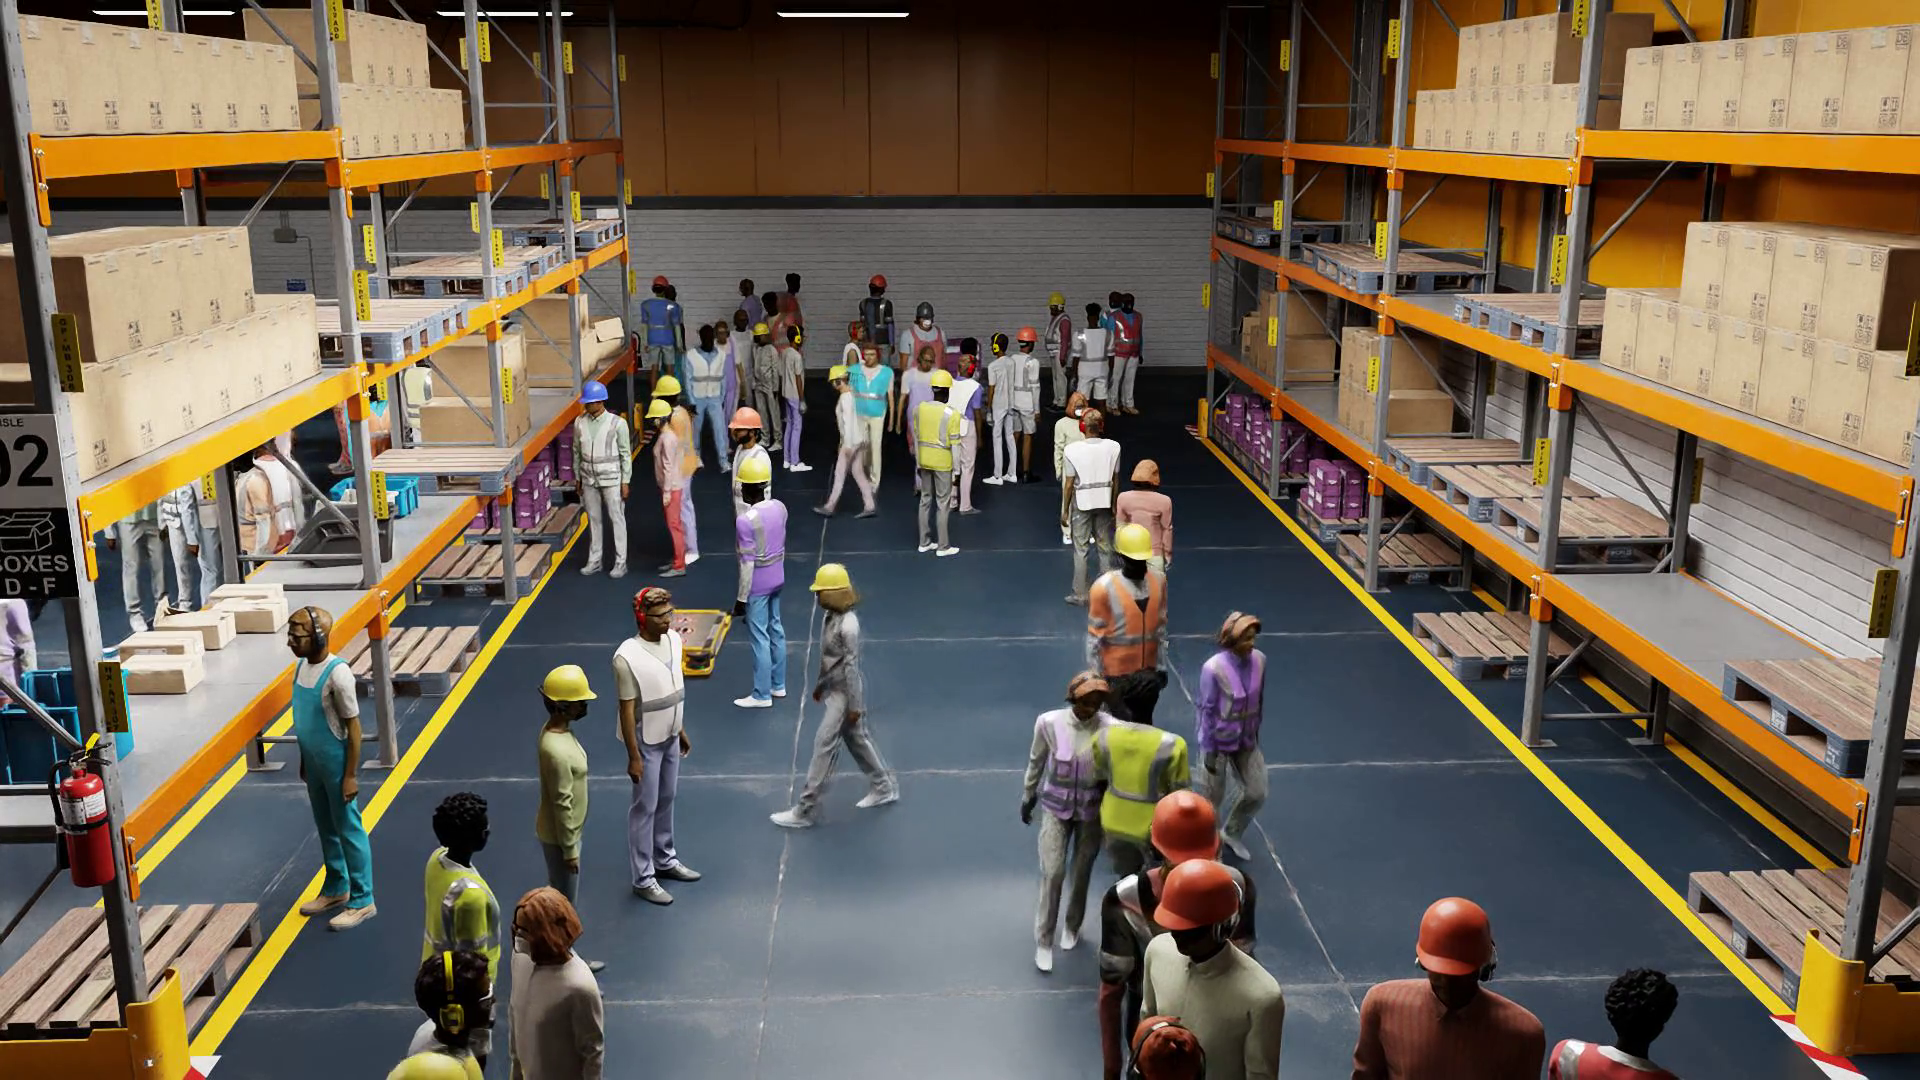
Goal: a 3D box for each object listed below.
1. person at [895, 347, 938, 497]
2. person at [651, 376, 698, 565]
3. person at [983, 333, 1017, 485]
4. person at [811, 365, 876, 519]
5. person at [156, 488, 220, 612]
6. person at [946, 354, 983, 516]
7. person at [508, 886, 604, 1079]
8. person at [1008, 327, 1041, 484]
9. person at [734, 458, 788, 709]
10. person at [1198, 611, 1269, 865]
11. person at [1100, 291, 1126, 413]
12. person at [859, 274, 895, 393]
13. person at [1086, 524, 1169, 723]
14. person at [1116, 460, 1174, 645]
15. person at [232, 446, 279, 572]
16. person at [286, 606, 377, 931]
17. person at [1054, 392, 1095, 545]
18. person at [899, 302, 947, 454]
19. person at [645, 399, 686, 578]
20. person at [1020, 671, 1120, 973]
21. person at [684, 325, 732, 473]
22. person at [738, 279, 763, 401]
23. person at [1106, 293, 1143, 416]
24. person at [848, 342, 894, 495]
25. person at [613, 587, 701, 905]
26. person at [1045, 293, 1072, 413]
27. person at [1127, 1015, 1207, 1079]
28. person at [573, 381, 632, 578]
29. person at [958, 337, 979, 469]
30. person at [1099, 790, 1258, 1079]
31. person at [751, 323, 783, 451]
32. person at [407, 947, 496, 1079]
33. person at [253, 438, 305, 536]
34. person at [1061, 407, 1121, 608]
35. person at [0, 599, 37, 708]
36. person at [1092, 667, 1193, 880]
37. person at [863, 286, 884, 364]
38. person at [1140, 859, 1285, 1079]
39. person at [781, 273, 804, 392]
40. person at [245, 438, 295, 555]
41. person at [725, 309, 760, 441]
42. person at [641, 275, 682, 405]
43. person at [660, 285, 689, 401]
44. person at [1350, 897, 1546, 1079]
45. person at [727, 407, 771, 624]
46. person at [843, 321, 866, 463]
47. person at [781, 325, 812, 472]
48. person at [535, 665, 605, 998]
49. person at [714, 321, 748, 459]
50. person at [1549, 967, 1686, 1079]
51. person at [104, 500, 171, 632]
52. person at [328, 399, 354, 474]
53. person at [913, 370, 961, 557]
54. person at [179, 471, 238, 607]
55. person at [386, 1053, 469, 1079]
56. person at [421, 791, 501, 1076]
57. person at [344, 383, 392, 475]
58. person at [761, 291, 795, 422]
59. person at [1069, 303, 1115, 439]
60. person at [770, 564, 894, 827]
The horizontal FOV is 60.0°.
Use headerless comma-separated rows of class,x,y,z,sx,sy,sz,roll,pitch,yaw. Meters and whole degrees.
person,-0.477,-1.431,19.874,0.586,1.776,1.001,1,14,5
person,-2.869,-0.712,16.785,0.418,1.916,0.682,-2,14,-6
person,0.509,-1.602,20.377,0.510,1.860,0.333,-13,19,-41
person,-1.301,-1.085,18.613,0.772,1.707,0.601,1,14,3
person,-6.774,-0.146,14.603,0.584,1.882,0.337,1,14,6
person,0.029,-1.184,18.802,0.416,1.828,0.562,-13,19,-42
person,-1.549,2.083,6.351,0.498,1.634,0.279,11,18,38
person,0.806,-1.657,20.455,0.387,1.929,0.544,-12,19,-39
person,-1.530,0.330,12.650,0.369,1.927,0.587,6,16,23
person,1.603,1.209,9.812,0.532,1.629,0.370,-9,17,-32
person,2.363,-2.862,25.350,0.624,1.845,0.430,-8,16,-28
person,-1.268,-3.102,25.893,0.605,2.044,0.375,8,16,28
person,1.068,0.788,10.900,0.589,1.905,0.588,-9,17,-32
person,1.558,0.124,14.044,0.498,1.633,0.284,6,16,23
person,-5.882,0.018,13.872,0.373,1.928,0.584,-8,16,-28
person,-3.501,1.248,9.208,0.516,1.844,0.329,11,18,38
person,1.232,-0.754,17.515,0.504,1.622,0.296,-5,15,-18
person,-0.446,-2.165,22.216,0.686,2.000,0.538,-6,15,-22
person,-2.876,-0.505,16.269,0.341,1.757,0.518,-4,15,-15
person,0.589,1.477,8.775,0.571,1.604,0.660,1,14,5
person,-3.211,-1.793,21.103,0.589,1.869,1.012,-7,16,-27
person,-3.320,-3.184,26.445,0.364,1.932,0.630,4,15,15
person,2.507,-2.802,25.119,0.623,1.844,0.429,-7,16,-27
person,-1.071,-1.503,20.120,0.577,1.822,0.870,2,14,9
person,-1.765,1.156,9.569,0.387,1.846,0.566,5,15,20
person,1.496,-2.862,25.395,0.403,1.824,0.591,-3,15,-12
person,0.614,2.311,4.985,0.586,1.876,0.343,0,14,-1
person,-3.496,-0.590,16.226,0.614,1.943,0.399,5,15,18
person,0.099,-1.757,21.315,0.320,1.690,0.535,0,14,0
person,0.838,1.891,6.319,0.619,2.028,0.409,-3,15,-12
person,-2.640,-2.072,22.471,0.488,1.735,0.337,13,19,41
person,-1.619,2.195,5.441,0.331,1.872,0.513,-7,16,-25
person,-5.885,-0.101,14.414,0.629,1.890,0.489,5,15,18
person,1.200,-0.292,15.245,0.565,1.849,0.389,-5,15,-21
person,-6.037,0.918,10.340,0.591,1.926,0.387,2,14,6
person,0.943,1.479,8.612,0.582,1.684,0.387,9,17,32
person,-1.332,-3.076,26.007,0.371,1.935,0.627,0,14,1
person,0.840,2.038,5.833,0.408,1.986,0.617,-12,19,-40
person,-2.742,-3.381,27.155,0.368,1.958,0.600,-4,15,-15
person,-5.859,-0.057,14.226,0.400,1.908,0.599,5,15,18
person,-3.035,-2.294,23.132,0.504,1.840,0.342,-7,16,-27
person,-4.617,-3.082,25.842,0.613,2.035,0.401,1,14,2
person,-4.574,-3.117,26.348,0.514,1.842,0.328,5,15,19
person,1.587,2.107,5.537,0.622,1.994,0.381,5,15,18
person,-1.875,-0.223,14.791,0.354,1.942,0.545,-9,17,-33
person,-1.372,-1.942,21.727,0.389,1.846,0.567,-1,14,-4
person,-2.100,-1.803,21.162,0.325,1.862,0.513,-7,16,-27
person,-1.986,1.484,8.464,0.339,1.761,0.524,-3,15,-13
person,-3.113,-1.995,22.041,0.536,1.795,0.960,-6,16,-23
person,2.217,2.241,5.631,0.535,1.688,0.321,11,18,38
person,-7.196,-0.143,14.553,0.407,1.907,0.599,11,18,36
person,-7.866,-1.832,21.013,0.386,1.989,0.608,-6,16,-24
person,-0.219,-0.789,17.073,0.581,1.919,0.394,10,17,34
person,-6.437,-0.094,14.367,0.408,1.907,0.598,7,16,24
person,-1.457,2.346,4.860,0.590,1.861,1.028,9,17,32
person,-2.105,1.874,7.077,0.322,1.690,0.530,-9,17,-33
person,-6.034,-0.824,17.200,0.392,1.919,0.592,11,18,37
person,-2.719,-2.690,24.487,0.646,1.929,0.698,12,19,40
person,1.811,-2.261,22.772,0.625,1.956,0.378,-2,14,-9
person,-0.798,0.972,10.610,0.844,1.709,0.503,-4,15,-14
